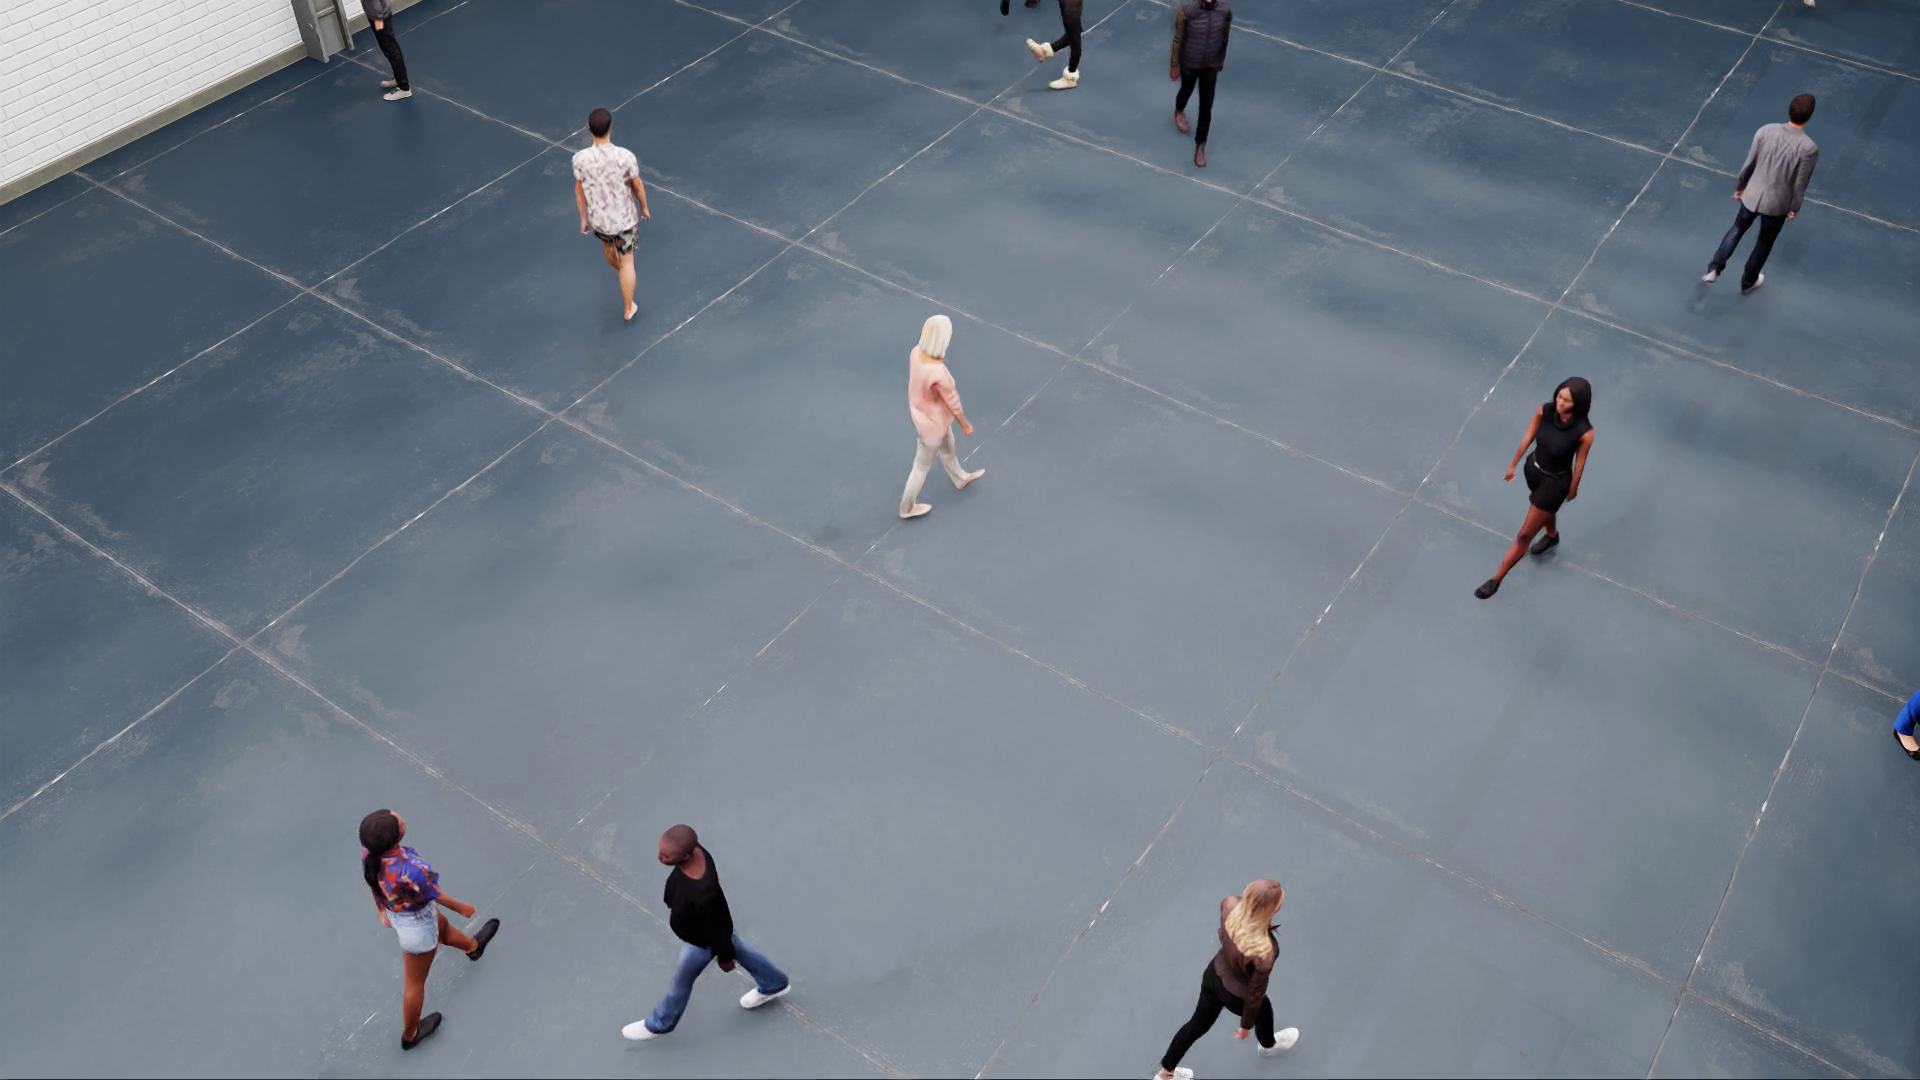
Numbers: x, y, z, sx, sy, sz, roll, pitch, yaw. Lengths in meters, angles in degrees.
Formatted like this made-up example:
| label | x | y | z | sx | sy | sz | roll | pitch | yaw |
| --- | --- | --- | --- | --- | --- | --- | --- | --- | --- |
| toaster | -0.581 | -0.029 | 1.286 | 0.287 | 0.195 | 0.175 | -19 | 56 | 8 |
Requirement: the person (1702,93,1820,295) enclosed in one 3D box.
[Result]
| label | x | y | z | sx | sy | sz | roll | pitch | yaw |
| --- | --- | --- | --- | --- | --- | --- | --- | --- | --- |
| person | 6.648 | -2.797 | 13.747 | 0.968 | 1.860 | 0.833 | -31 | 52 | -29 |

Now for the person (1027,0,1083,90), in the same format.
| label | x | y | z | sx | sy | sz | roll | pitch | yaw |
| --- | --- | --- | --- | --- | --- | --- | --- | --- | --- |
| person | 0.972 | -5.318 | 16.539 | 0.870 | 1.659 | 0.820 | -16 | 46 | -16 |

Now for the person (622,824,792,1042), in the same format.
| label | x | y | z | sx | sy | sz | roll | pitch | yaw |
| --- | --- | --- | --- | --- | --- | --- | --- | --- | --- |
| person | -1.269 | 2.033 | 8.793 | 1.235 | 1.699 | 1.056 | -14 | 45 | -14 |

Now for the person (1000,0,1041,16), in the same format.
| label | x | y | z | sx | sy | sz | roll | pitch | yaw |
| --- | --- | --- | --- | --- | --- | --- | --- | --- | --- |
| person | 0.661 | -6.391 | 17.580 | 0.719 | 1.777 | 1.072 | 20 | 47 | 20 |

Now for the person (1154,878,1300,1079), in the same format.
| label | x | y | z | sx | sy | sz | roll | pitch | yaw |
| --- | --- | --- | --- | --- | --- | --- | --- | --- | --- |
| person | 1.326 | 2.324 | 8.521 | 1.204 | 1.654 | 0.966 | -19 | 47 | -19 |

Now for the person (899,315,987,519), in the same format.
| label | x | y | z | sx | sy | sz | roll | pitch | yaw |
| --- | --- | --- | --- | --- | --- | --- | --- | --- | --- |
| person | -0.290 | -0.815 | 11.787 | 1.082 | 1.692 | 0.905 | -18 | 46 | -18 |

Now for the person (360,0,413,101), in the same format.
| label | x | y | z | sx | sy | sz | roll | pitch | yaw |
| --- | --- | --- | --- | --- | --- | --- | --- | --- | --- |
| person | -5.704 | -5.205 | 16.347 | 0.748 | 1.760 | 0.702 | -10 | 44 | -10 |

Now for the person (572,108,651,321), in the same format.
| label | x | y | z | sx | sy | sz | roll | pitch | yaw |
| --- | --- | --- | --- | --- | --- | --- | --- | --- | --- |
| person | -2.845 | -2.617 | 13.616 | 1.101 | 1.779 | 1.213 | -3 | 44 | -3 |

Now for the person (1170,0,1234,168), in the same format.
| label | x | y | z | sx | sy | sz | roll | pitch | yaw |
| --- | --- | --- | --- | --- | --- | --- | --- | --- | --- |
| person | 2.225 | -4.494 | 15.583 | 1.201 | 1.785 | 1.329 | -3 | 44 | -3 |

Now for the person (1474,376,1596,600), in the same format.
| label | x | y | z | sx | sy | sz | roll | pitch | yaw |
| --- | --- | --- | --- | --- | --- | --- | --- | --- | --- |
| person | 4.061 | -0.424 | 11.385 | 1.277 | 1.682 | 0.872 | -28 | 50 | -26 |

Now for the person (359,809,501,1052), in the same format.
| label | x | y | z | sx | sy | sz | roll | pitch | yaw |
| --- | --- | --- | --- | --- | --- | --- | --- | --- | --- |
| person | -2.940 | 2.078 | 8.744 | 0.609 | 1.702 | 1.066 | 28 | 50 | 26 |
